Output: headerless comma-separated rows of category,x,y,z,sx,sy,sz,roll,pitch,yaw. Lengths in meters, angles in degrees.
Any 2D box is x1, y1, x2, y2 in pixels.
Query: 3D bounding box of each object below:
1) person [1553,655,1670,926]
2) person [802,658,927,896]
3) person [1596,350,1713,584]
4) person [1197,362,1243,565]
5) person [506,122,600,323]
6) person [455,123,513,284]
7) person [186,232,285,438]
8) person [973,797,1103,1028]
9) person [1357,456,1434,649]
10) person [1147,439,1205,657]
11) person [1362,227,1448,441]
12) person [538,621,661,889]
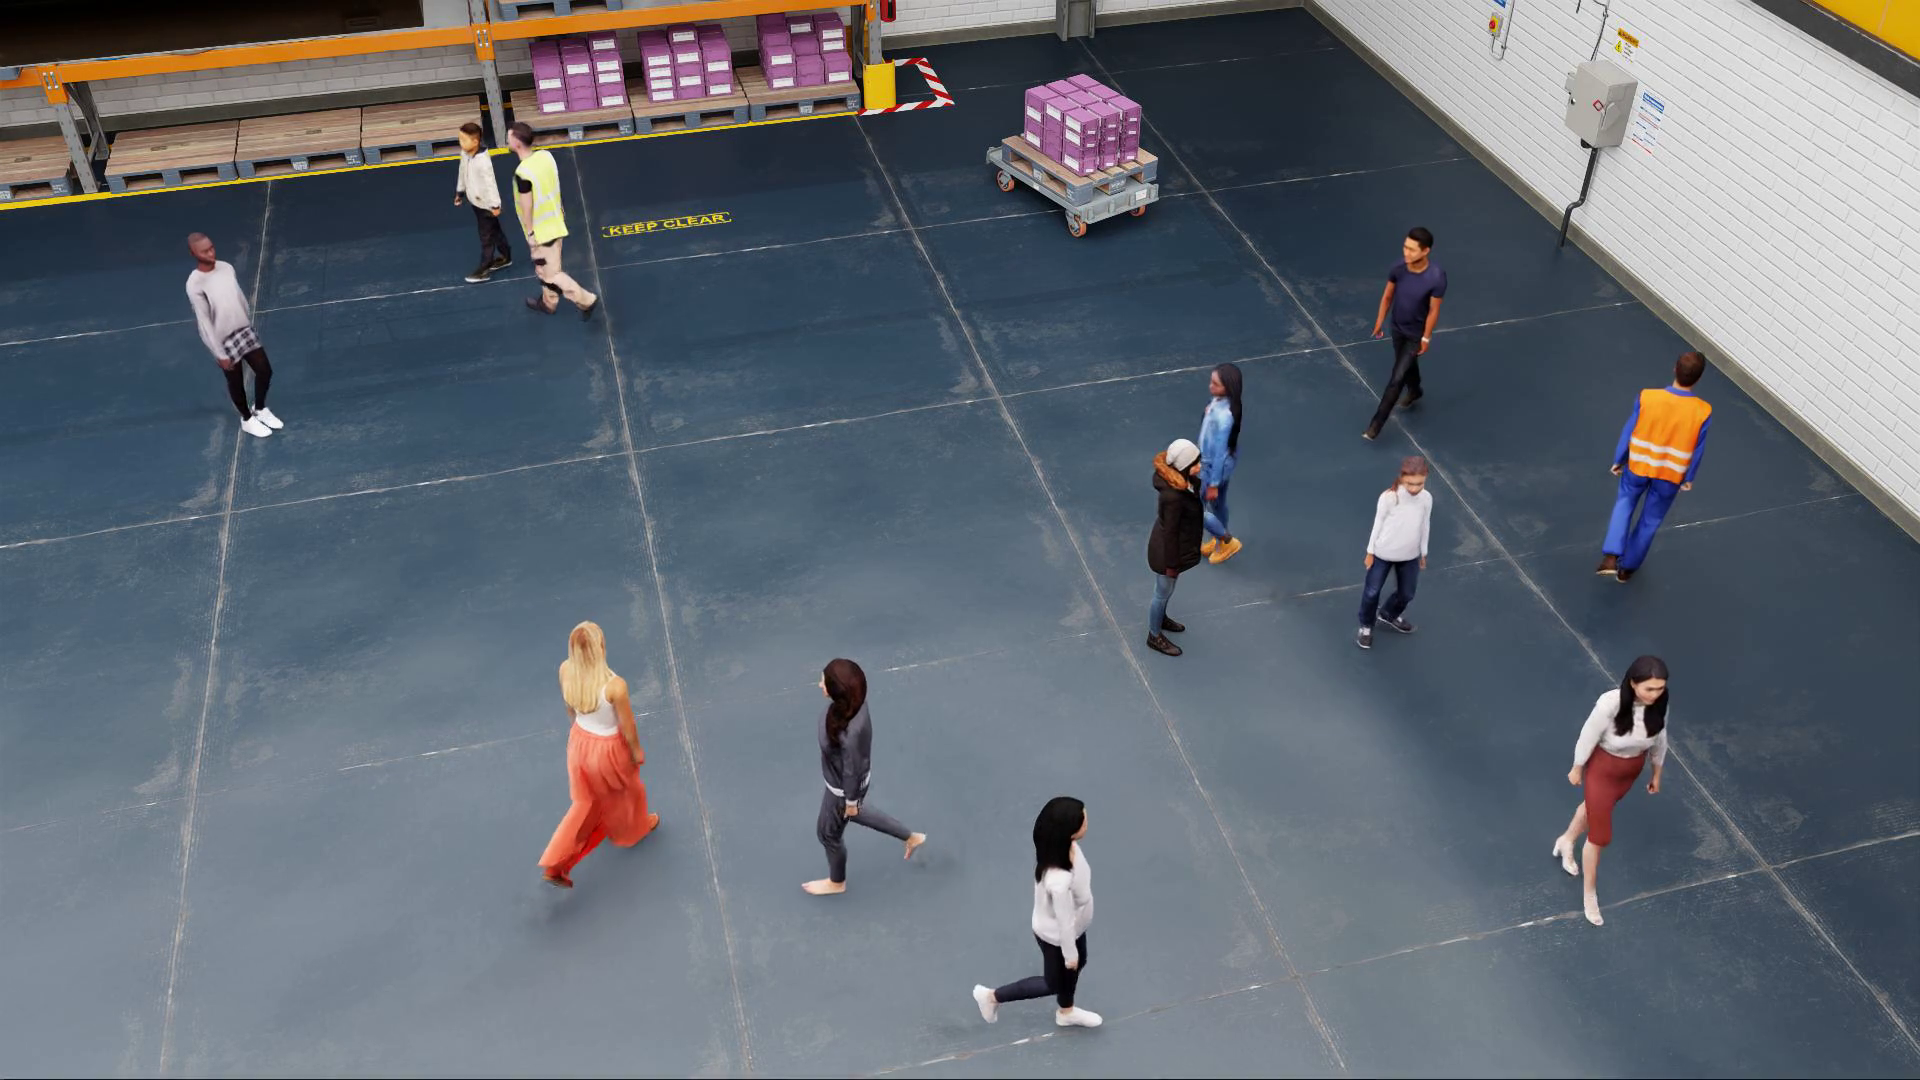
person,3.574,1.252,9.241,0.768,1.729,0.696,-8,39,-10
person,-0.547,1.294,9.170,1.008,1.751,0.740,-3,39,-3
person,4.673,-0.422,11.236,0.924,1.855,0.985,21,43,24
person,1.849,-0.472,11.417,0.823,1.707,0.801,10,40,12
person,-3.449,-2.636,14.037,1.176,1.819,1.025,11,40,13
person,-4.206,-3.060,14.873,0.882,1.438,0.772,-29,47,-31
person,-5.656,-1.561,12.738,0.790,1.760,0.730,19,42,22
person,0.414,1.942,8.414,1.006,1.682,0.816,3,39,4
person,2.845,0.063,10.874,0.599,1.548,0.713,-3,39,-3
person,1.392,0.019,10.860,0.757,1.634,0.734,9,40,12
person,3.538,-1.655,12.875,1.224,1.736,0.987,-30,48,-32
person,-2.062,1.242,9.217,1.055,1.774,1.146,21,43,25
